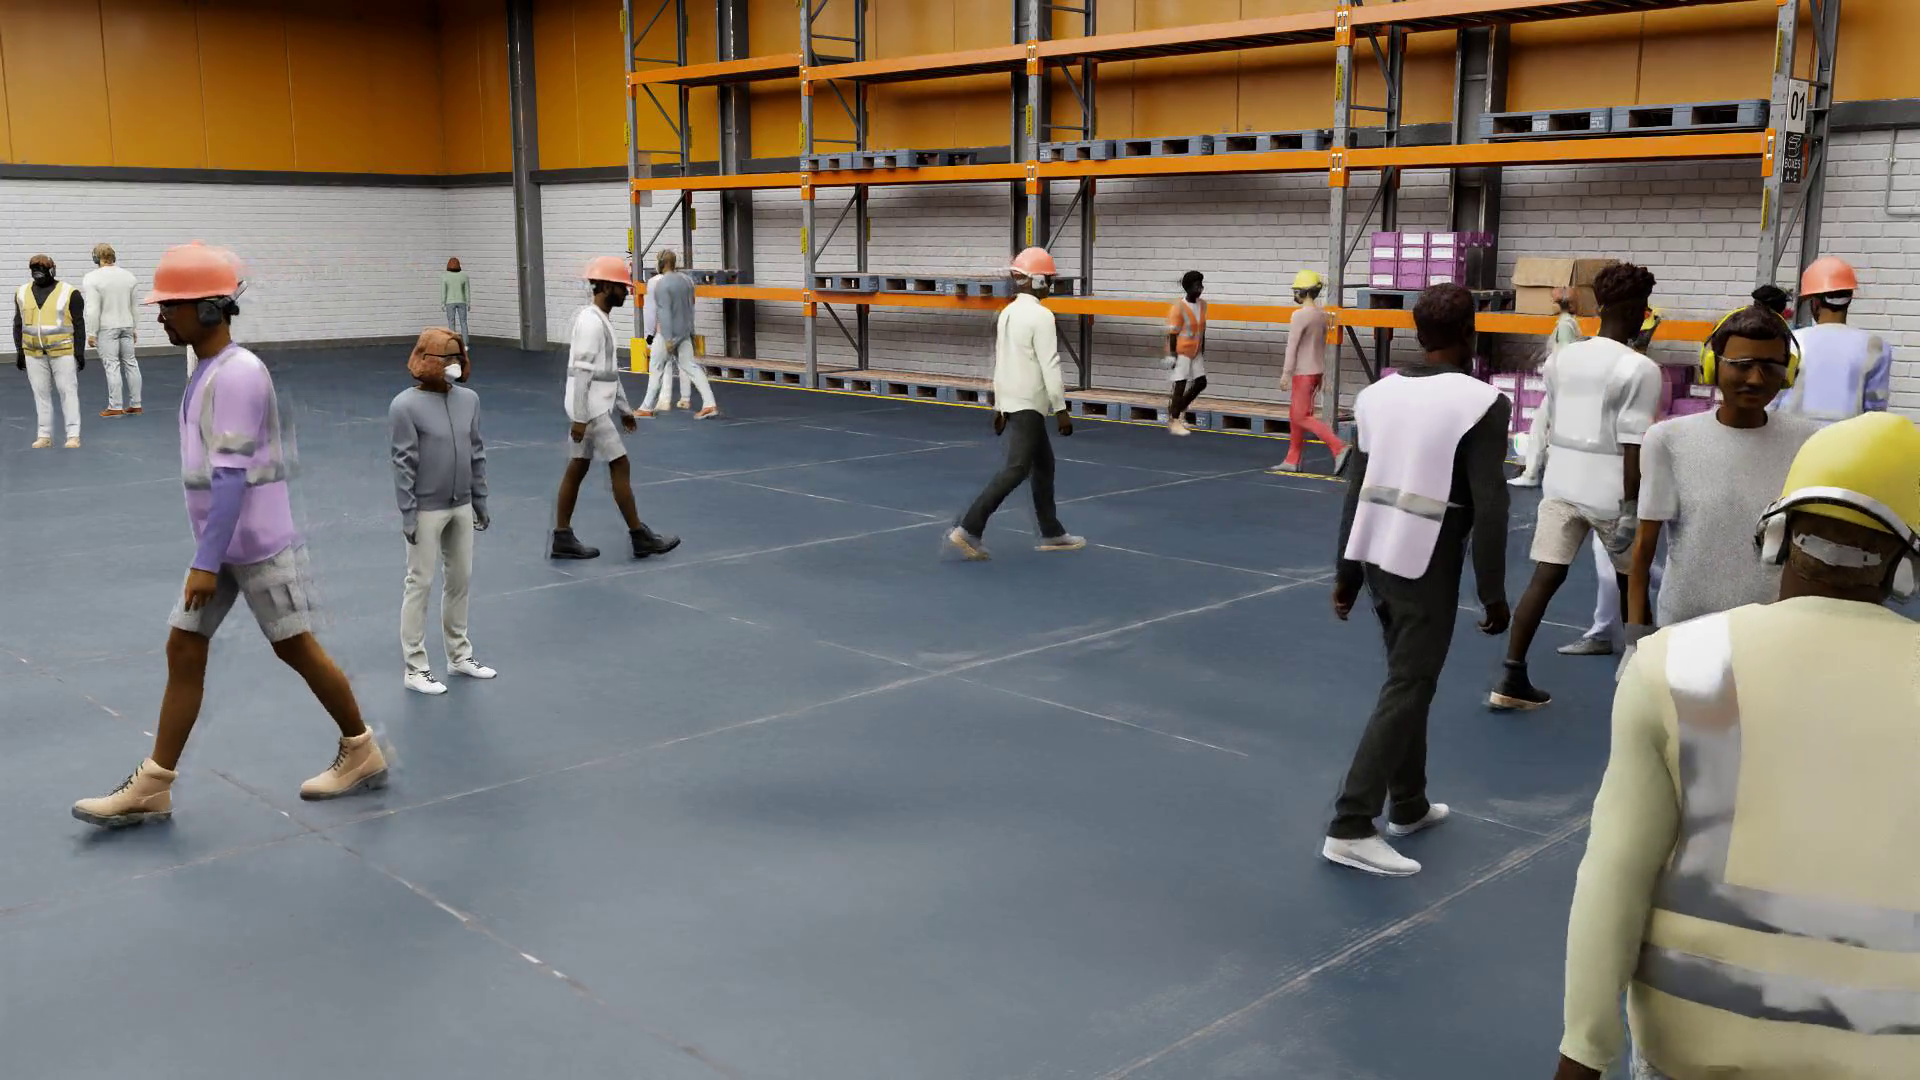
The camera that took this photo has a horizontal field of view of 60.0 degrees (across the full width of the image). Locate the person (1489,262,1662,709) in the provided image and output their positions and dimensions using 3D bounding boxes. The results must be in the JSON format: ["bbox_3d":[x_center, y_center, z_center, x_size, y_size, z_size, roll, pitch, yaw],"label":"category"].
[{"bbox_3d":[2.721,-0.217,7.087,1.008,1.915,0.605,-6,12,-29],"label":"person"}]

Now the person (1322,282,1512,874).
[{"bbox_3d":[1.440,0.113,5.416,0.706,1.881,0.608,-5,12,-27],"label":"person"}]

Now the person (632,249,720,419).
[{"bbox_3d":[-3.128,-2.251,18.283,1.050,1.884,0.632,4,11,20],"label":"person"}]

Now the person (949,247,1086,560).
[{"bbox_3d":[0.355,-0.850,10.429,0.966,1.959,0.616,-4,11,-19],"label":"person"}]

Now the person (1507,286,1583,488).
[{"bbox_3d":[4.677,-1.199,13.216,0.704,1.611,0.545,5,12,25],"label":"person"}]

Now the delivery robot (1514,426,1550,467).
[{"bbox_3d":[4.835,-0.740,13.376,0.707,0.478,0.477,6,12,27],"label":"delivery robot"}]

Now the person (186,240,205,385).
[{"bbox_3d":[-9.857,-2.900,21.590,0.642,1.947,0.973,-7,13,-35],"label":"person"}]

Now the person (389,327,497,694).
[{"bbox_3d":[-2.308,-0.134,7.420,0.289,1.626,0.498,6,12,29],"label":"person"}]

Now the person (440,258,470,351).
[{"bbox_3d":[-8.824,-4.118,29.111,0.507,1.632,0.274,-5,12,-26],"label":"person"}]

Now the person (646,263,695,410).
[{"bbox_3d":[-3.379,-2.431,19.362,0.619,1.838,0.430,-9,14,-40],"label":"person"}]

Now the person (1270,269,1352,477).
[{"bbox_3d":[2.967,-1.394,13.964,0.736,1.740,0.528,7,13,34],"label":"person"}]

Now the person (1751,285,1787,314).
[{"bbox_3d":[5.722,-0.997,11.979,0.734,1.658,0.577,7,12,32],"label":"person"}]

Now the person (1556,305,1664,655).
[{"bbox_3d":[3.247,-0.291,7.963,0.605,1.742,0.530,1,10,4],"label":"person"}]

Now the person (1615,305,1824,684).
[{"bbox_3d":[2.061,0.297,4.502,0.537,1.828,0.831,3,11,18],"label":"person"}]

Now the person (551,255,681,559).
[{"bbox_3d":[-2.173,-0.819,10.400,0.904,1.888,0.555,-3,11,-14],"label":"person"}]

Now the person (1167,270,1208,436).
[{"bbox_3d":[2.291,-1.877,16.764,0.549,1.672,0.385,-9,14,-41],"label":"person"}]

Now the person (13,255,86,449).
[{"bbox_3d":[-8.654,-1.769,15.805,0.634,1.841,0.466,-1,10,-7],"label":"person"}]

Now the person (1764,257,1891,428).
[{"bbox_3d":[4.167,-0.404,8.083,0.557,1.917,0.564,2,11,13],"label":"person"}]

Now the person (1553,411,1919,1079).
[{"bbox_3d":[1.219,0.698,2.483,0.652,1.763,0.925,3,11,17],"label":"person"}]

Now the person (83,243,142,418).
[{"bbox_3d":[-9.413,-2.319,18.486,0.379,1.933,0.629,5,12,26],"label":"person"}]

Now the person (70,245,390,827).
[{"bbox_3d":[-2.519,-0.007,5.738,1.048,1.987,0.630,-8,13,-37],"label":"person"}]
